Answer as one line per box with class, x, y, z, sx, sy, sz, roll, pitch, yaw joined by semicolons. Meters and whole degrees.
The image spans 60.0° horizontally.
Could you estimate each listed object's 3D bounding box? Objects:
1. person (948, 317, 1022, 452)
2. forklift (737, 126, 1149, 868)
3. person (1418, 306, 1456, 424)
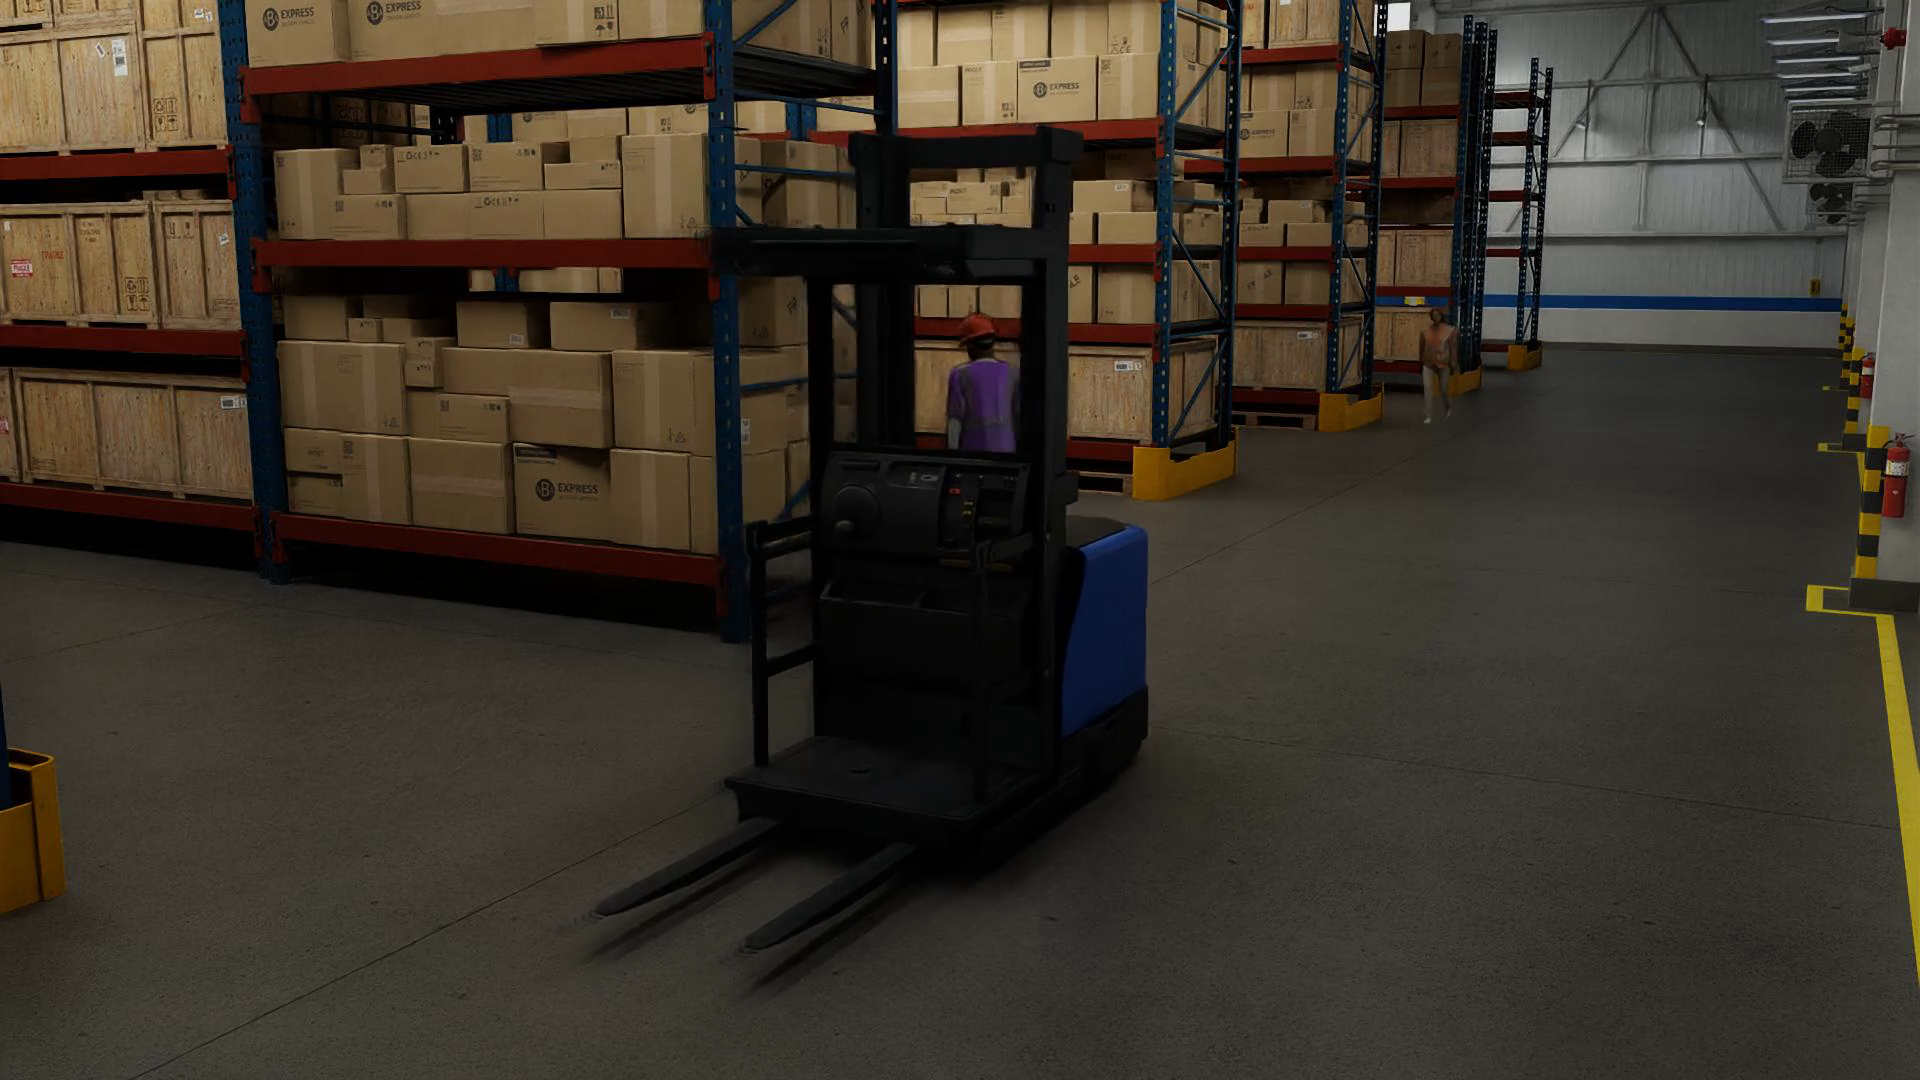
person;0.208;-0.616;11.696;0.648;1.872;0.890;-2;10;-13
forklift;0.024;-0.312;7.054;1.129;2.768;1.873;5;11;27
person;6.563;-2.408;22.844;0.522;1.619;0.650;5;11;28
